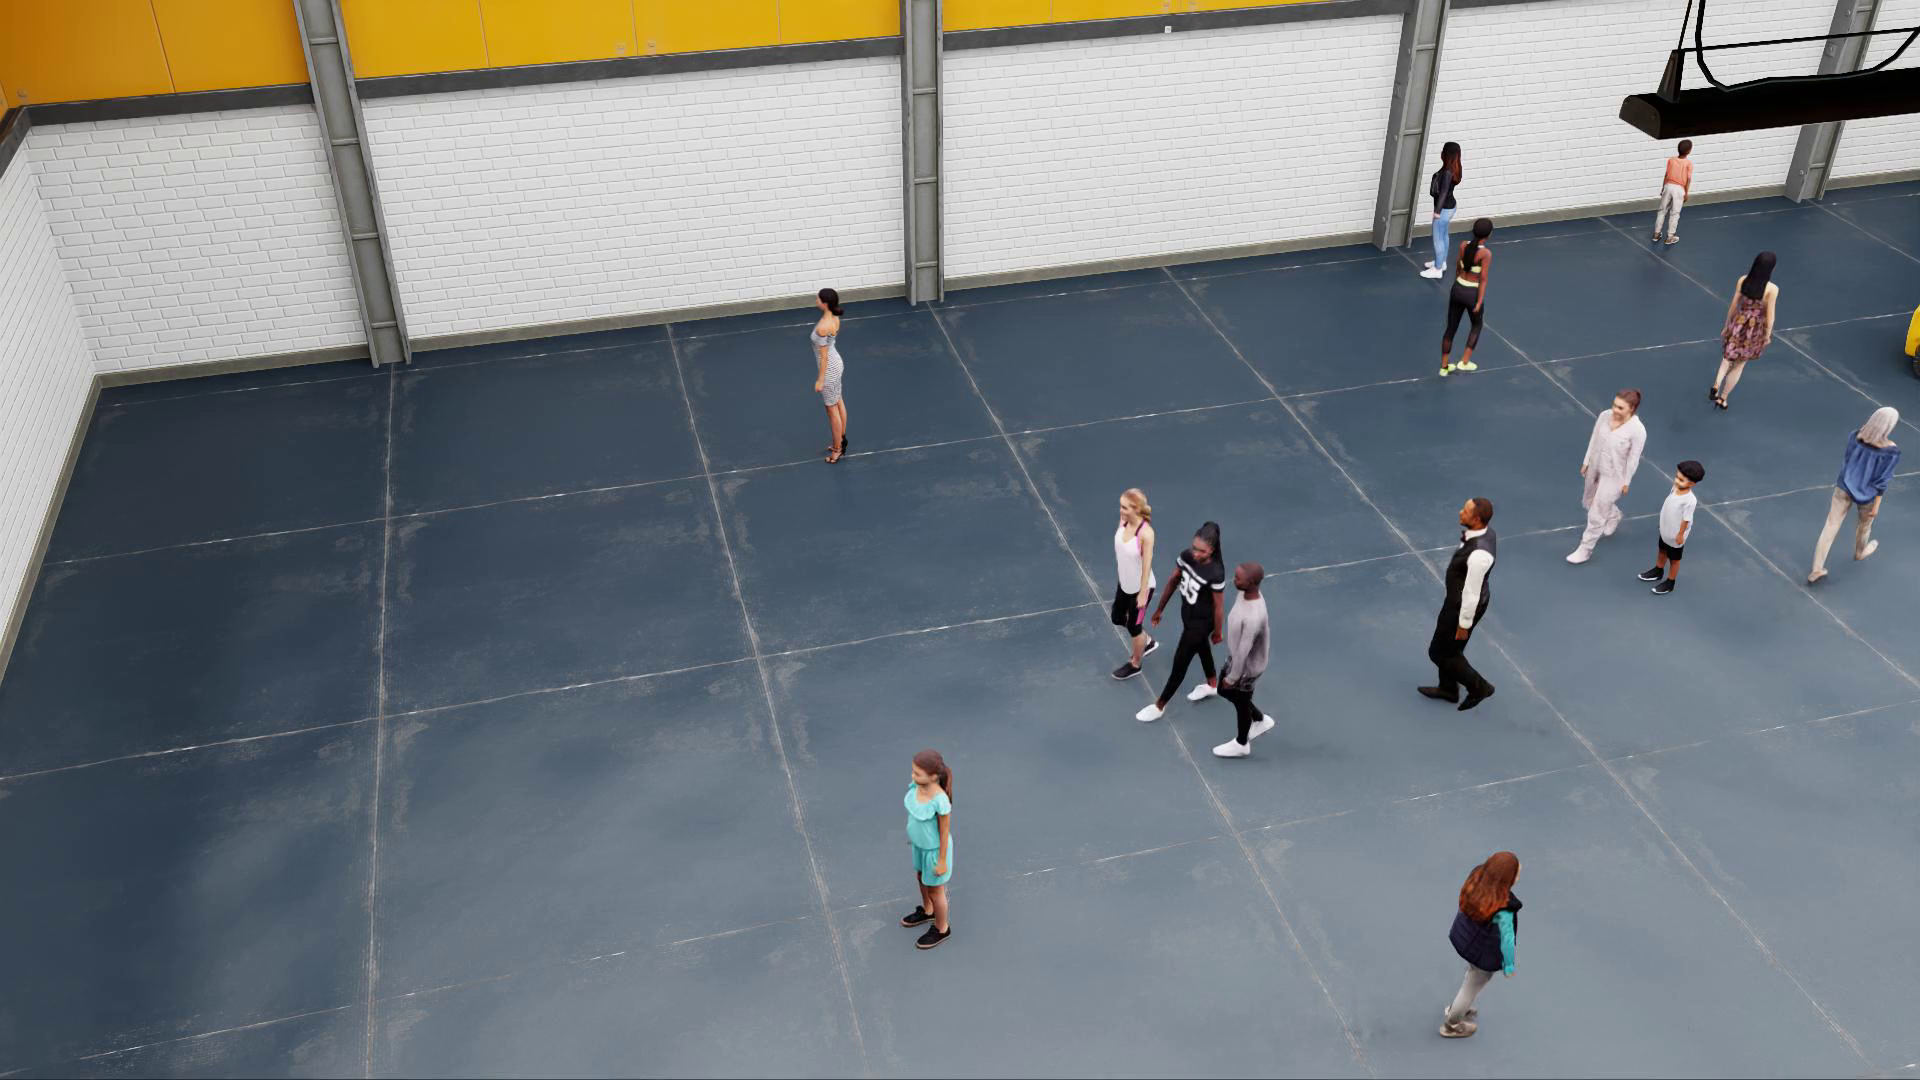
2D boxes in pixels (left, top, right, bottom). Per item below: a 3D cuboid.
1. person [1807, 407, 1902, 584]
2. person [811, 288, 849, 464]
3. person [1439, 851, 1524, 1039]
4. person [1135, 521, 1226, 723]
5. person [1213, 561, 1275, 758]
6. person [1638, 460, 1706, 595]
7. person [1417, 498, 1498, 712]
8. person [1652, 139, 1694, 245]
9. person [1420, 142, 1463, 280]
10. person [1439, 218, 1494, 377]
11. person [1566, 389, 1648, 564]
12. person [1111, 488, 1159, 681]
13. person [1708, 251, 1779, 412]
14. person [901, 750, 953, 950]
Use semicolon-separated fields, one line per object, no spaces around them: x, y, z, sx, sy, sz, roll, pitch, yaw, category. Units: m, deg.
7.624;-0.348;14.240;1.158;1.655;0.893;-23;40;-30;person
-1.232;-1.590;15.959;0.669;1.822;0.674;5;34;8;person
3.110;2.485;10.132;0.643;1.484;0.614;-3;34;-4;person
1.893;0.595;12.779;1.122;1.703;0.787;-13;36;-19;person
2.195;0.905;12.262;0.782;1.759;0.685;-1;34;-2;person
6.151;-0.133;14.279;0.479;1.256;0.483;-7;34;-10;person
3.948;0.522;12.707;0.986;1.904;0.919;13;36;18;person
8.810;-4.307;20.509;0.597;1.310;0.566;-28;43;-35;person
5.709;-3.907;19.619;0.758;1.628;0.715;15;36;21;person
5.240;-2.508;17.416;0.716;1.738;0.771;29;43;36;person
5.745;-0.610;14.623;1.052;1.669;0.780;-18;38;-25;person
1.468;0.329;13.116;0.765;1.773;0.731;-18;37;-25;person
7.843;-2.048;16.701;0.821;1.763;0.754;-22;39;-29;person
-0.186;1.978;10.828;0.620;1.559;0.611;-17;37;-24;person
